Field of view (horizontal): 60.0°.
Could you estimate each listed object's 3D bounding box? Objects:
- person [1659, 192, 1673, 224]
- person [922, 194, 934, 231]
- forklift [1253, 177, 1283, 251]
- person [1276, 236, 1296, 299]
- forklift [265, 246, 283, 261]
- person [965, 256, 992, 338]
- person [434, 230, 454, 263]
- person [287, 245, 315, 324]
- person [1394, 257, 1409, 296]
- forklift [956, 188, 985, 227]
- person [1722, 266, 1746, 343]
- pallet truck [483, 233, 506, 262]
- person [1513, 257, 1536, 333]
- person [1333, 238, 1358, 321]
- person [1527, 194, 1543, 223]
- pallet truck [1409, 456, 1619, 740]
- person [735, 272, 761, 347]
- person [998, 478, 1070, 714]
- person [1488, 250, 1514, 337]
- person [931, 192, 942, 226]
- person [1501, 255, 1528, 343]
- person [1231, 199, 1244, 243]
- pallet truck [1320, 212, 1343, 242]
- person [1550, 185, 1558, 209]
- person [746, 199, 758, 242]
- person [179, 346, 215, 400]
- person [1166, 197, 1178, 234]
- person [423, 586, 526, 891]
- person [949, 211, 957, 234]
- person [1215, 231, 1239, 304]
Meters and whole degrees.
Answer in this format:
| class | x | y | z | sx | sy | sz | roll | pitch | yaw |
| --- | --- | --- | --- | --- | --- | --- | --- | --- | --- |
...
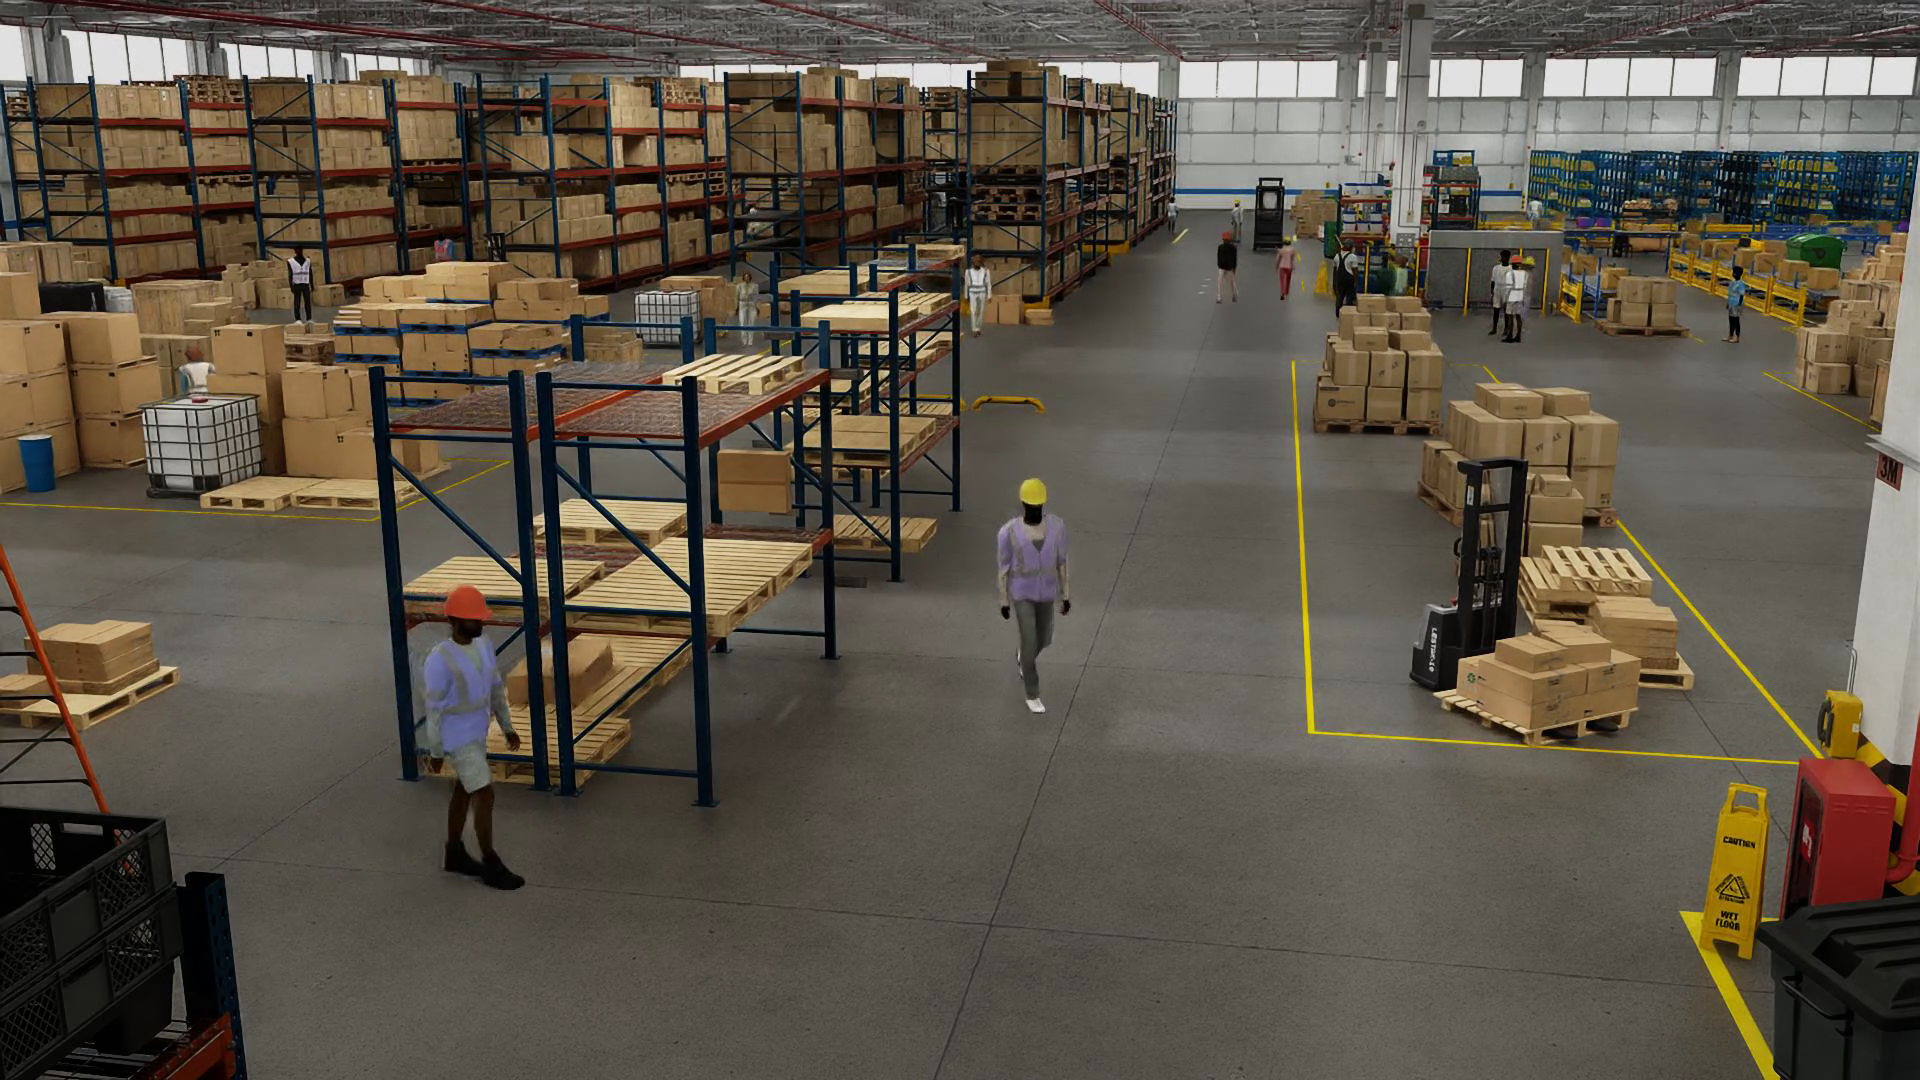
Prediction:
| class | x | y | z | sx | sy | sz | roll | pitch | yaw |
| --- | --- | --- | --- | --- | --- | --- | --- | --- | --- |
| person | 32.724 | -15.207 | 77.151 | 0.709 | 1.801 | 0.490 | -6 | 15 | -22 |
| person | -1.448 | -14.817 | 75.518 | 0.600 | 1.831 | 0.404 | -4 | 14 | -15 |
| forklift | 12.083 | -12.747 | 64.956 | 1.129 | 2.768 | 1.873 | 3 | 14 | 10 |
| person | 9.086 | -7.591 | 46.374 | 0.529 | 1.734 | 0.816 | 3 | 14 | 10 |
| forklift | -20.115 | -9.147 | 50.339 | 1.129 | 2.768 | 1.873 | 3 | 14 | 10 |
| person | 0.408 | -5.520 | 37.772 | 0.596 | 1.836 | 0.982 | -1 | 14 | -6 |
| person | -14.852 | -8.031 | 47.966 | 0.637 | 1.831 | 0.572 | 3 | 14 | 11 |
| person | -15.993 | -6.197 | 40.370 | 0.592 | 1.911 | 0.385 | -12 | 18 | -41 |
| person | 10.849 | -6.158 | 40.867 | 0.872 | 1.583 | 0.521 | 13 | 19 | 42 |
| forklift | 0.346 | -9.755 | 52.808 | 1.129 | 2.768 | 1.873 | 3 | 14 | 10 |
| person | 17.167 | -5.213 | 36.825 | 0.319 | 1.693 | 0.535 | -1 | 14 | -3 |
| pallet truck | -11.832 | -7.026 | 43.548 | 1.885 | 1.965 | 0.823 | 8 | 16 | 28 |
| person | 13.094 | -5.688 | 38.605 | 0.427 | 1.751 | 0.551 | 13 | 19 | 42 |
| person | 9.540 | -6.395 | 40.896 | 0.538 | 2.000 | 0.687 | -11 | 18 | -38 |
| person | 25.135 | -14.149 | 72.712 | 0.645 | 1.889 | 1.017 | 6 | 15 | 23 |
| pallet truck | 4.504 | 0.400 | 13.395 | 0.823 | 1.965 | 1.885 | -6 | 15 | -23 |
| person | -4.588 | -4.971 | 35.992 | 0.545 | 1.599 | 0.806 | -2 | 14 | -7 |
| person | 0.574 | 0.399 | 13.585 | 0.585 | 1.908 | 0.766 | -5 | 15 | -20 |
| person | 12.388 | -5.632 | 37.950 | 0.607 | 1.965 | 0.366 | 10 | 17 | 36 |
| person | -1.261 | -16.489 | 82.063 | 0.622 | 1.958 | 0.933 | 6 | 15 | 24 |
| person | 12.246 | -5.330 | 36.786 | 0.550 | 1.935 | 0.376 | -6 | 15 | -22 |
| person | 11.601 | -13.372 | 69.681 | 0.404 | 1.826 | 0.592 | -10 | 17 | -35 |
| pallet truck | 15.874 | -13.227 | 70.310 | 0.680 | 1.201 | 1.601 | 10 | 17 | 35 |
| person | 31.451 | -17.920 | 88.088 | 0.390 | 1.846 | 0.564 | -2 | 14 | -8 |
| person | -8.095 | -12.219 | 64.580 | 0.442 | 2.019 | 0.605 | 2 | 14 | 8 |
| person | -10.921 | -1.995 | 23.925 | 0.517 | 1.598 | 0.779 | -11 | 18 | -38 |
| person | 9.624 | -14.756 | 75.576 | 0.539 | 1.678 | 0.701 | 1 | 14 | 6 |
| person | -2.949 | 1.210 | 10.278 | 0.792 | 1.905 | 0.551 | 4 | 14 | 15 |
| person | -0.337 | -11.630 | 62.931 | 0.860 | 1.649 | 0.546 | -2 | 14 | -7 |
| person | 7.309 | -7.428 | 45.277 | 0.627 | 1.964 | 0.930 | 11 | 17 | 37 |
